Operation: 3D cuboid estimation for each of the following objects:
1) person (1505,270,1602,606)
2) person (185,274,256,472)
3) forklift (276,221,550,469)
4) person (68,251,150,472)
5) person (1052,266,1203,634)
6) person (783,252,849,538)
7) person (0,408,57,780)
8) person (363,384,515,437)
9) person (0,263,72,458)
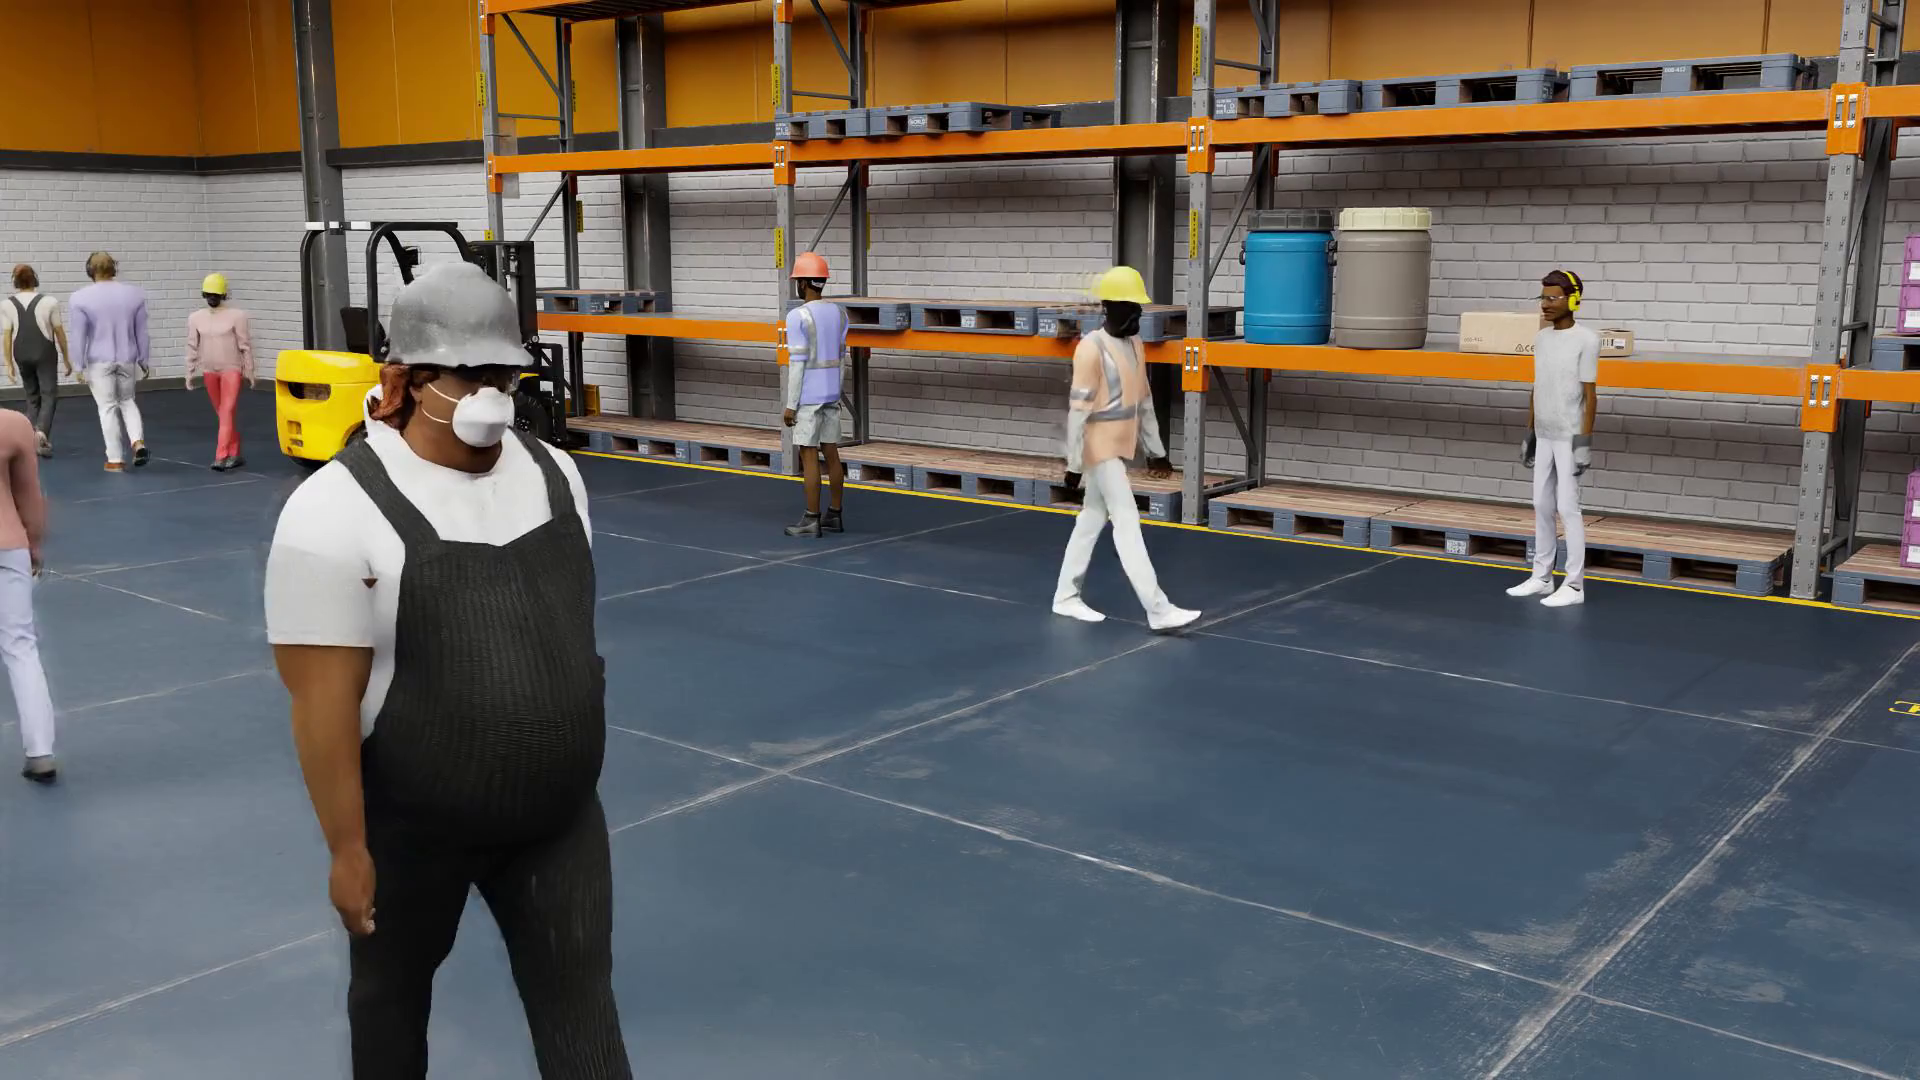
[{"bbox_3d":[3.328,-0.563,9.262,0.317,1.860,0.515,-4,11,-20],"label":"person"},{"bbox_3d":[-6.490,-1.443,14.477,0.556,1.714,0.861,0,10,2],"label":"person"},{"bbox_3d":[-4.922,-1.741,14.854,1.214,2.155,2.313,8,13,38],"label":"forklift"},{"bbox_3d":[-7.385,-1.539,14.463,0.443,1.929,0.649,9,13,40],"label":"person"},{"bbox_3d":[0.878,-0.458,8.612,0.970,1.881,0.594,5,12,27],"label":"person"},{"bbox_3d":[-1.002,-0.981,11.354,0.354,1.939,0.544,7,13,35],"label":"person"},{"bbox_3d":[-3.738,0.043,6.294,0.928,1.716,0.545,9,14,42],"label":"person"},{"bbox_3d":[-1.741,0.088,5.638,0.513,1.864,0.337,-2,10,-10],"label":"person"},{"bbox_3d":[-8.655,-1.674,15.556,0.523,1.817,0.869,-3,11,-14],"label":"person"}]
